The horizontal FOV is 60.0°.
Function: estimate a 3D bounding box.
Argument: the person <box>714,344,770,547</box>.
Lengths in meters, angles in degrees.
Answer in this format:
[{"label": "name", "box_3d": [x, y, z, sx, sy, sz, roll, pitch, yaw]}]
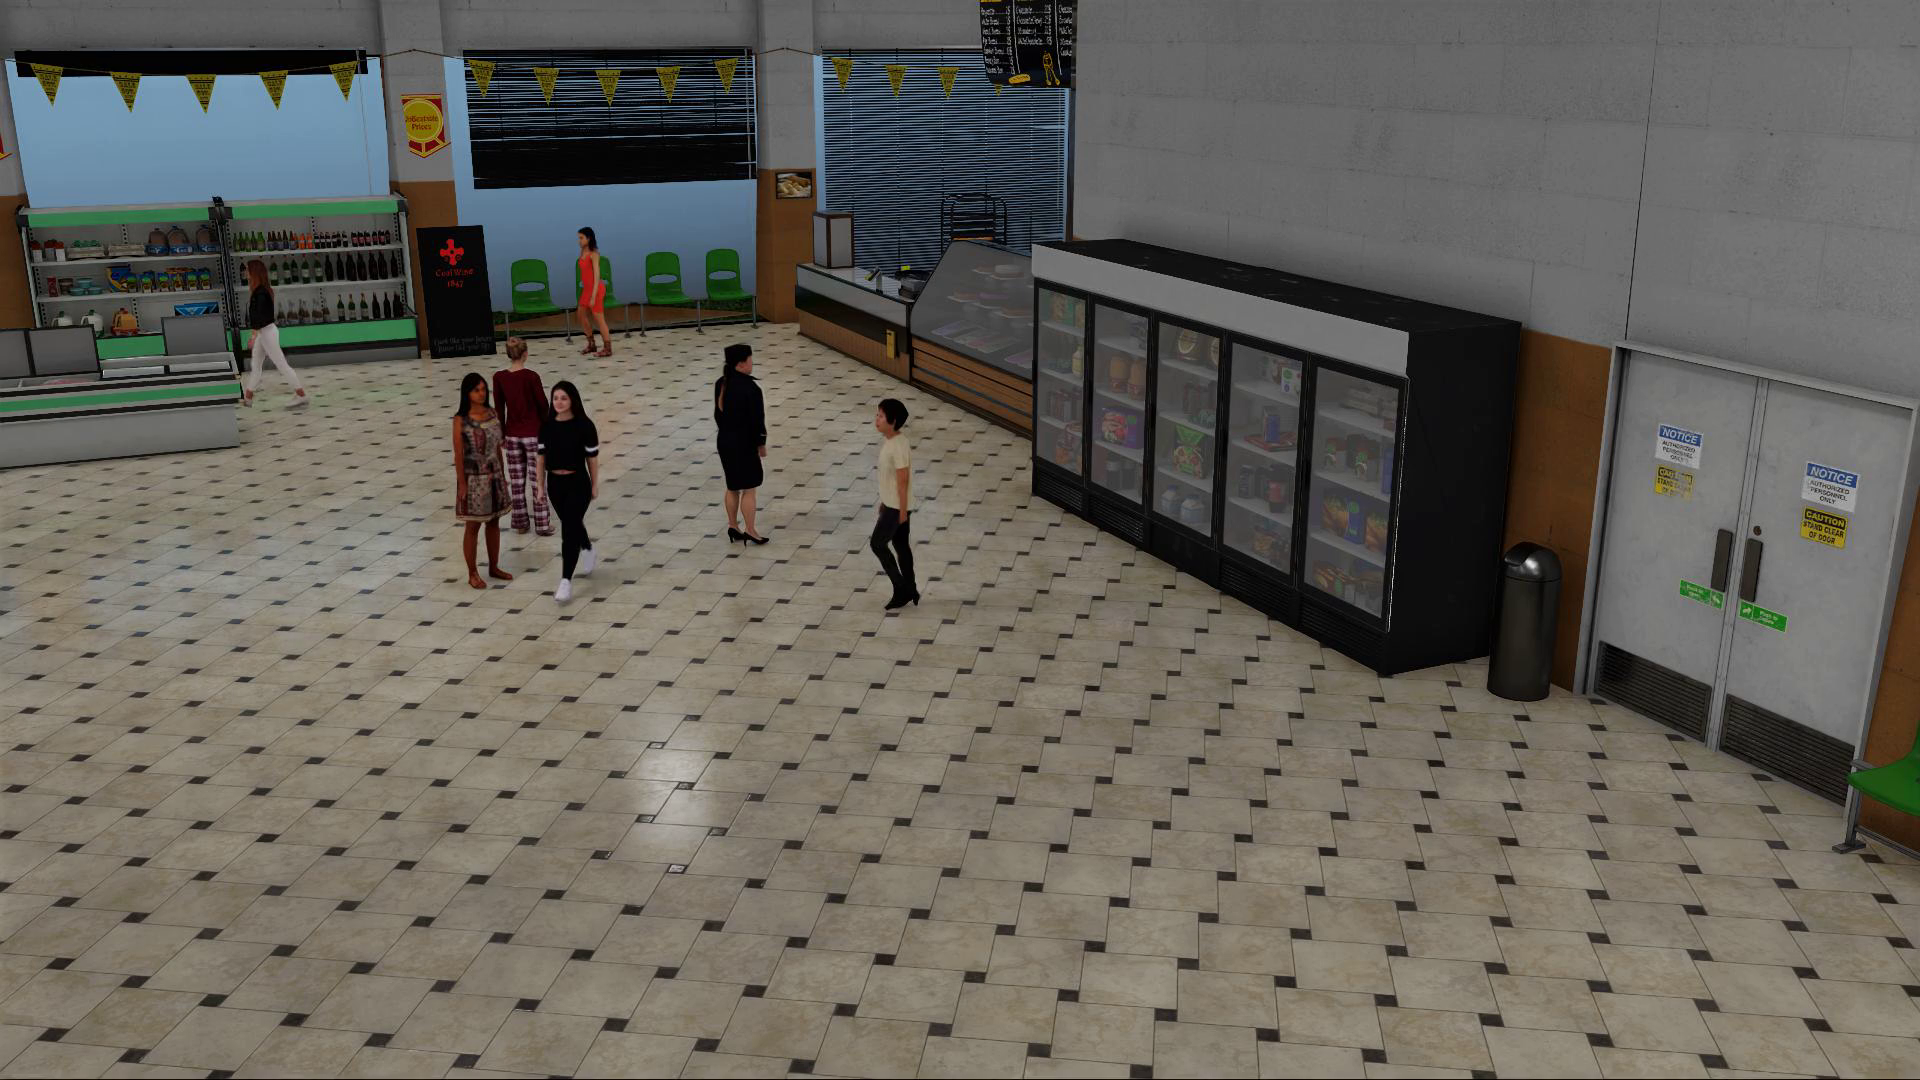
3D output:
[{"label": "person", "box_3d": [-1.815, -0.779, 13.707, 0.783, 1.671, 0.771, 15, 22, 40]}]

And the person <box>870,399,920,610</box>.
[{"label": "person", "box_3d": [-0.391, -0.247, 12.116, 0.691, 1.579, 0.673, -1, 17, -5]}]

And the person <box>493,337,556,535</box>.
[{"label": "person", "box_3d": [-3.668, -0.885, 14.014, 0.626, 1.696, 0.741, 3, 17, 8]}]

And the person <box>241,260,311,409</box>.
[{"label": "person", "box_3d": [-7.676, -2.272, 18.635, 1.103, 1.665, 0.659, -6, 18, -20]}]

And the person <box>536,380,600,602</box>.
[{"label": "person", "box_3d": [-2.943, -0.408, 12.605, 1.145, 1.601, 1.052, 2, 17, 6]}]

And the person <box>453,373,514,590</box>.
[{"label": "person", "box_3d": [-3.667, -0.471, 12.739, 0.785, 1.645, 0.650, 12, 20, 34]}]

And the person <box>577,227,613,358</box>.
[{"label": "person", "box_3d": [-4.716, -3.230, 21.733, 0.720, 1.699, 0.733, -14, 22, -38]}]
